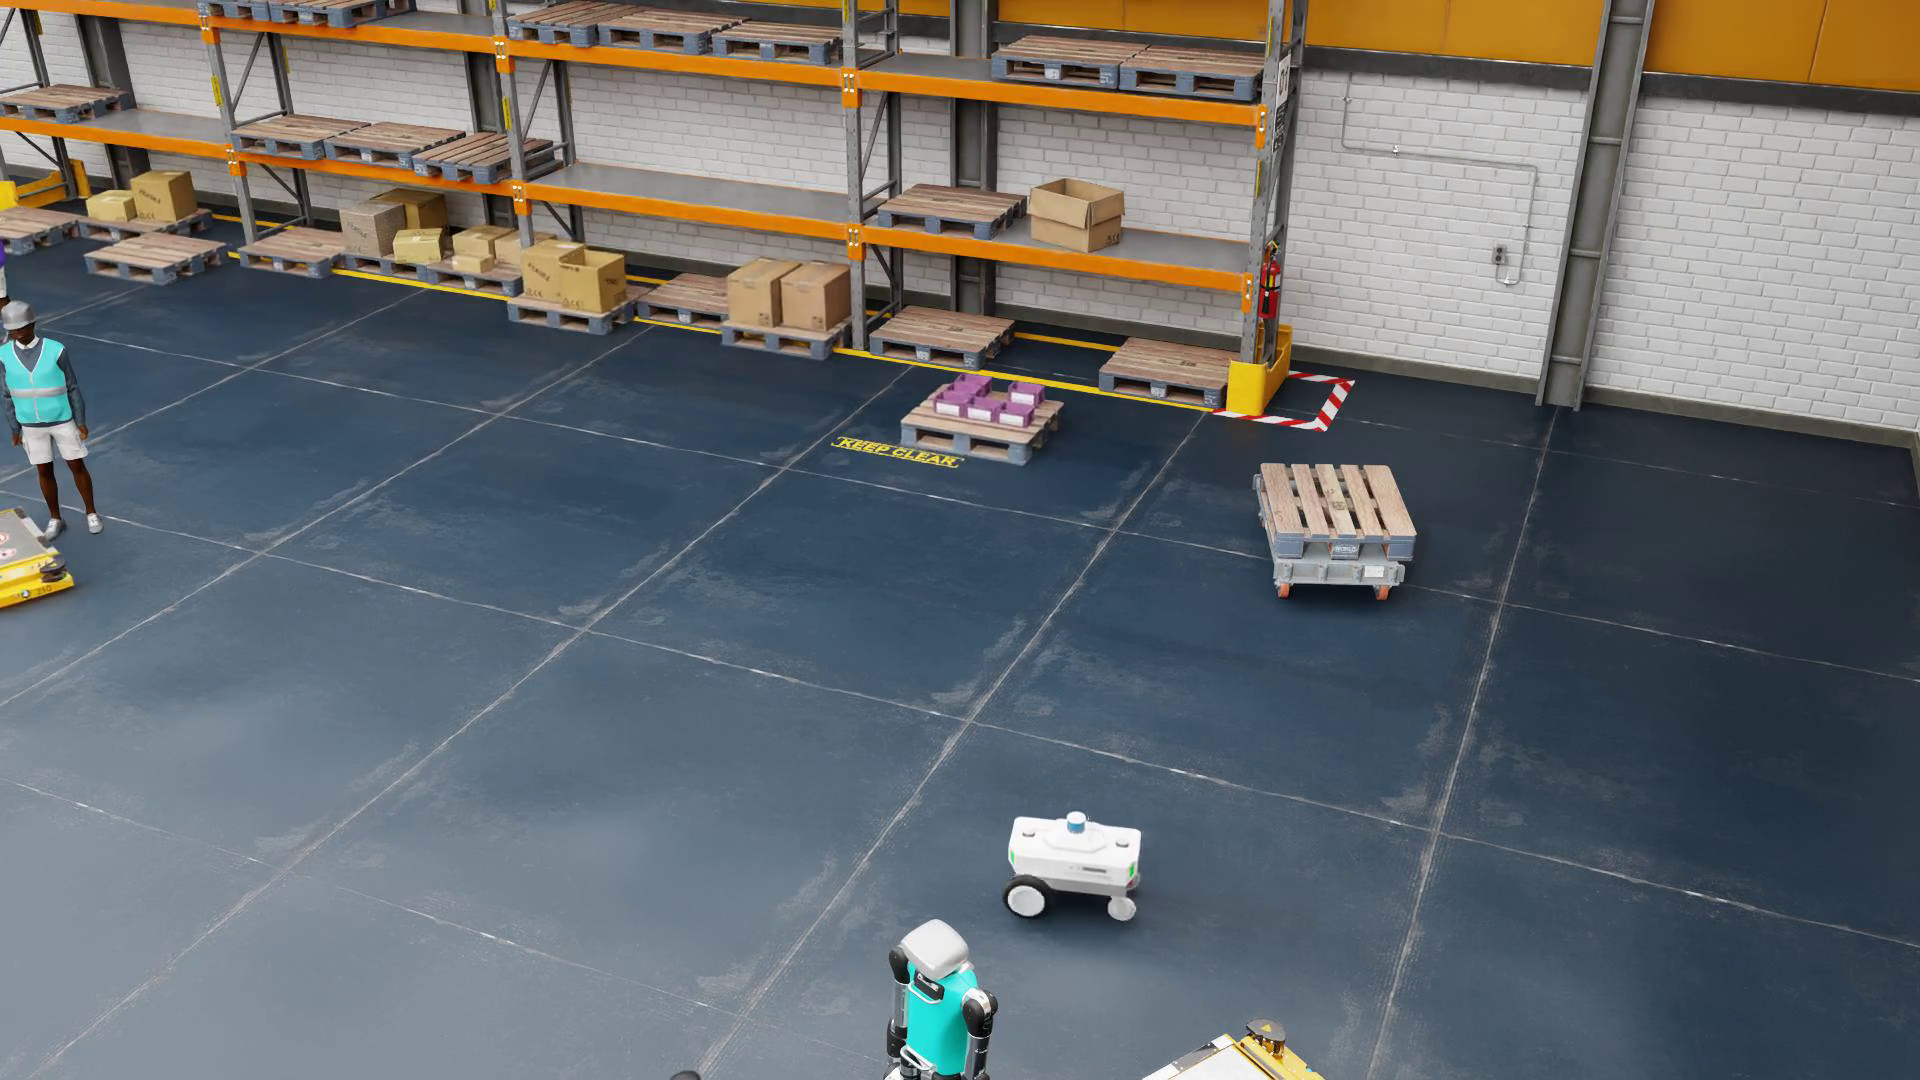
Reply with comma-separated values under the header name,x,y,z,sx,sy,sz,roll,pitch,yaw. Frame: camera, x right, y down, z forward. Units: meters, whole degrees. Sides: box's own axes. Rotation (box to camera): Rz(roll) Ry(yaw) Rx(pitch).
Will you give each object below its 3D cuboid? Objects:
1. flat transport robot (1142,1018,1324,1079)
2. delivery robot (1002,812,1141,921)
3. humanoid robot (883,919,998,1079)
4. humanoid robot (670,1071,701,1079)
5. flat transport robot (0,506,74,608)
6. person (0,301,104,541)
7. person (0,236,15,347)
name,x,y,z,sx,sy,sz,roll,pitch,yaw
flat transport robot,1.102,2.725,7.647,1.431,0.231,0.659,-17,32,-30
delivery robot,0.623,1.771,9.182,0.795,0.592,0.499,5,28,9
humanoid robot,-0.242,2.344,6.640,0.735,1.676,0.533,-24,36,-38
humanoid robot,-0.986,2.630,6.307,0.608,1.638,0.648,-13,30,-24
flat transport robot,-7.332,0.125,12.689,0.659,0.231,1.431,-22,34,-35
person,-7.101,-0.945,12.941,0.564,1.939,0.411,-9,29,-17
person,-9.611,-2.748,16.409,0.366,1.964,0.608,-13,30,-24
